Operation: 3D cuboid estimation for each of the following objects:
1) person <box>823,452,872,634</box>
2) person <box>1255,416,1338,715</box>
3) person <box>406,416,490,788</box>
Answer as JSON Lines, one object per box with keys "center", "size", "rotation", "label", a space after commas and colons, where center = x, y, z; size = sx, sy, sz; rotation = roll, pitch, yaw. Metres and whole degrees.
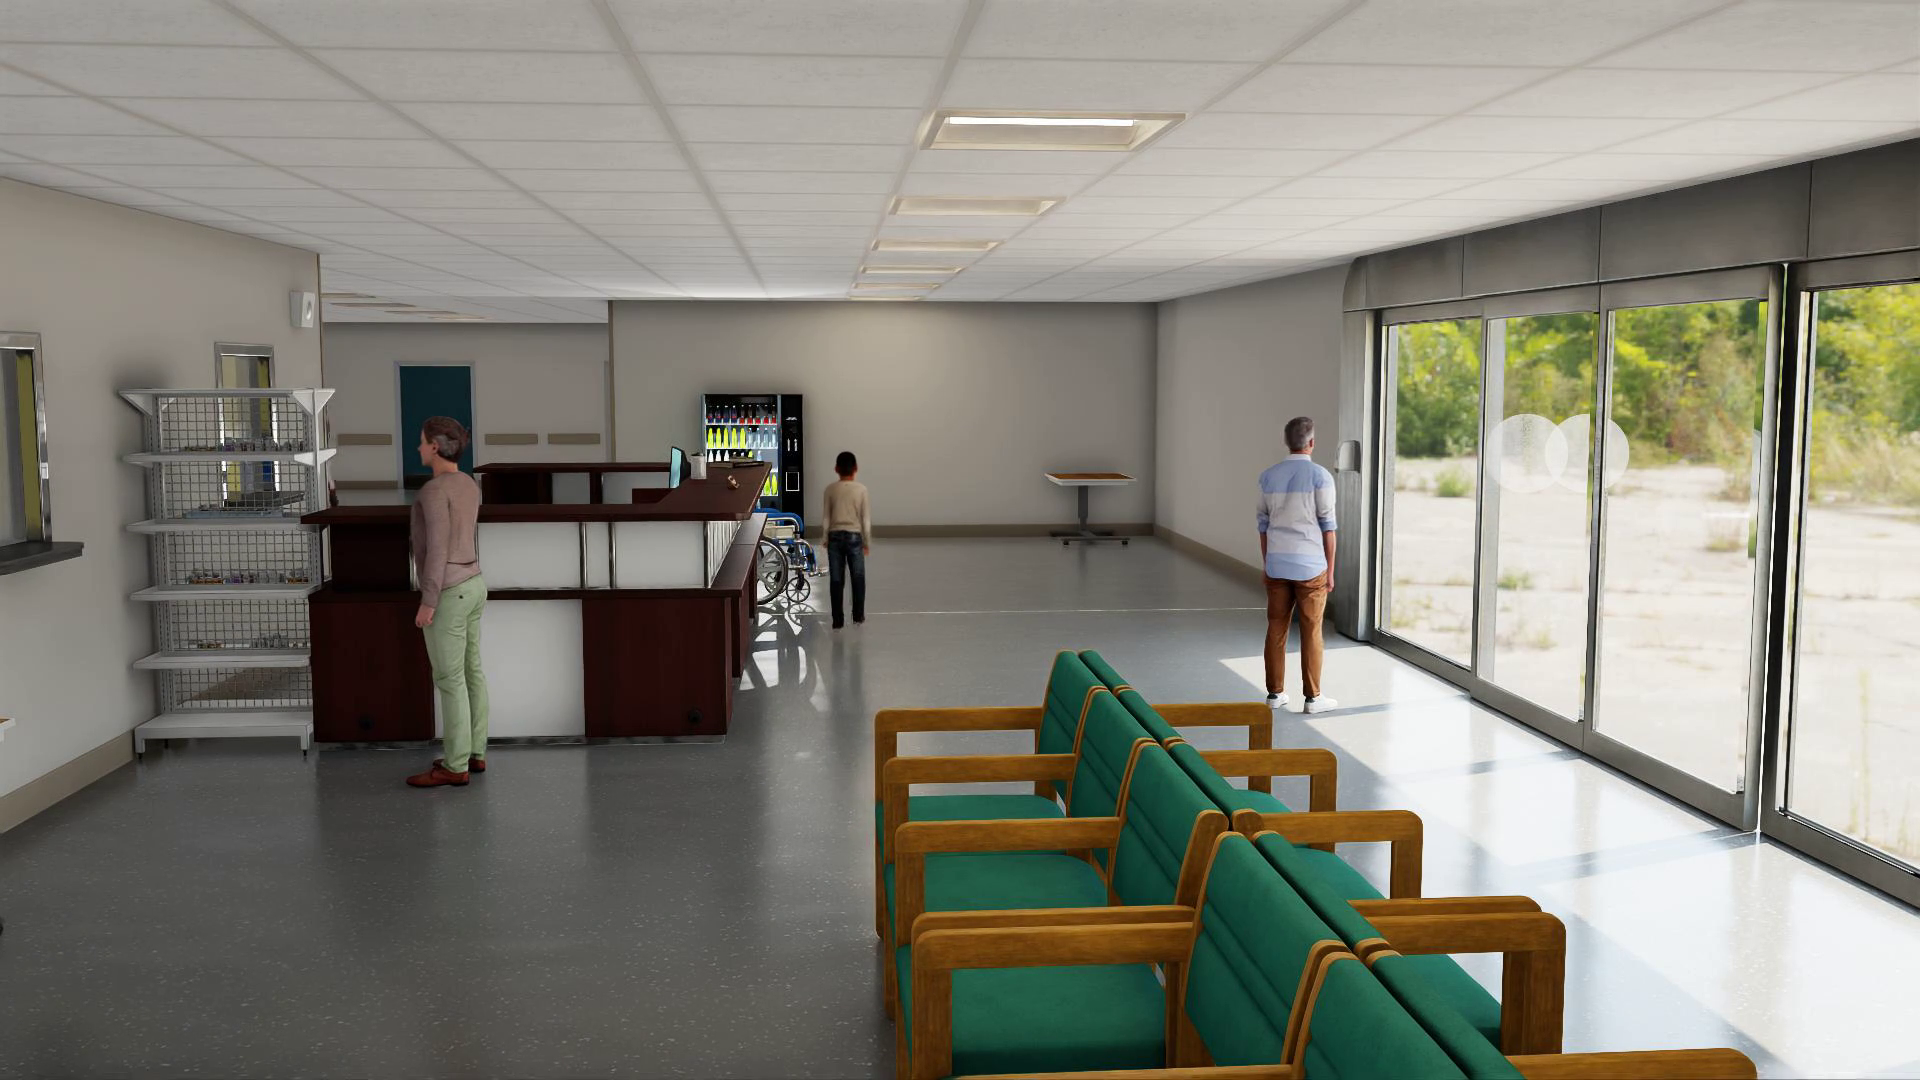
{"center": [-0.927, 0.036, 13.337], "size": [0.817, 1.442, 0.675], "rotation": [0, 6, -1], "label": "person"}
{"center": [2.094, 0.144, 10.329], "size": [0.750, 1.829, 0.823], "rotation": [4, 7, 37], "label": "person"}
{"center": [-2.604, 0.303, 8.518], "size": [0.652, 1.876, 0.707], "rotation": [0, 6, 4], "label": "person"}
